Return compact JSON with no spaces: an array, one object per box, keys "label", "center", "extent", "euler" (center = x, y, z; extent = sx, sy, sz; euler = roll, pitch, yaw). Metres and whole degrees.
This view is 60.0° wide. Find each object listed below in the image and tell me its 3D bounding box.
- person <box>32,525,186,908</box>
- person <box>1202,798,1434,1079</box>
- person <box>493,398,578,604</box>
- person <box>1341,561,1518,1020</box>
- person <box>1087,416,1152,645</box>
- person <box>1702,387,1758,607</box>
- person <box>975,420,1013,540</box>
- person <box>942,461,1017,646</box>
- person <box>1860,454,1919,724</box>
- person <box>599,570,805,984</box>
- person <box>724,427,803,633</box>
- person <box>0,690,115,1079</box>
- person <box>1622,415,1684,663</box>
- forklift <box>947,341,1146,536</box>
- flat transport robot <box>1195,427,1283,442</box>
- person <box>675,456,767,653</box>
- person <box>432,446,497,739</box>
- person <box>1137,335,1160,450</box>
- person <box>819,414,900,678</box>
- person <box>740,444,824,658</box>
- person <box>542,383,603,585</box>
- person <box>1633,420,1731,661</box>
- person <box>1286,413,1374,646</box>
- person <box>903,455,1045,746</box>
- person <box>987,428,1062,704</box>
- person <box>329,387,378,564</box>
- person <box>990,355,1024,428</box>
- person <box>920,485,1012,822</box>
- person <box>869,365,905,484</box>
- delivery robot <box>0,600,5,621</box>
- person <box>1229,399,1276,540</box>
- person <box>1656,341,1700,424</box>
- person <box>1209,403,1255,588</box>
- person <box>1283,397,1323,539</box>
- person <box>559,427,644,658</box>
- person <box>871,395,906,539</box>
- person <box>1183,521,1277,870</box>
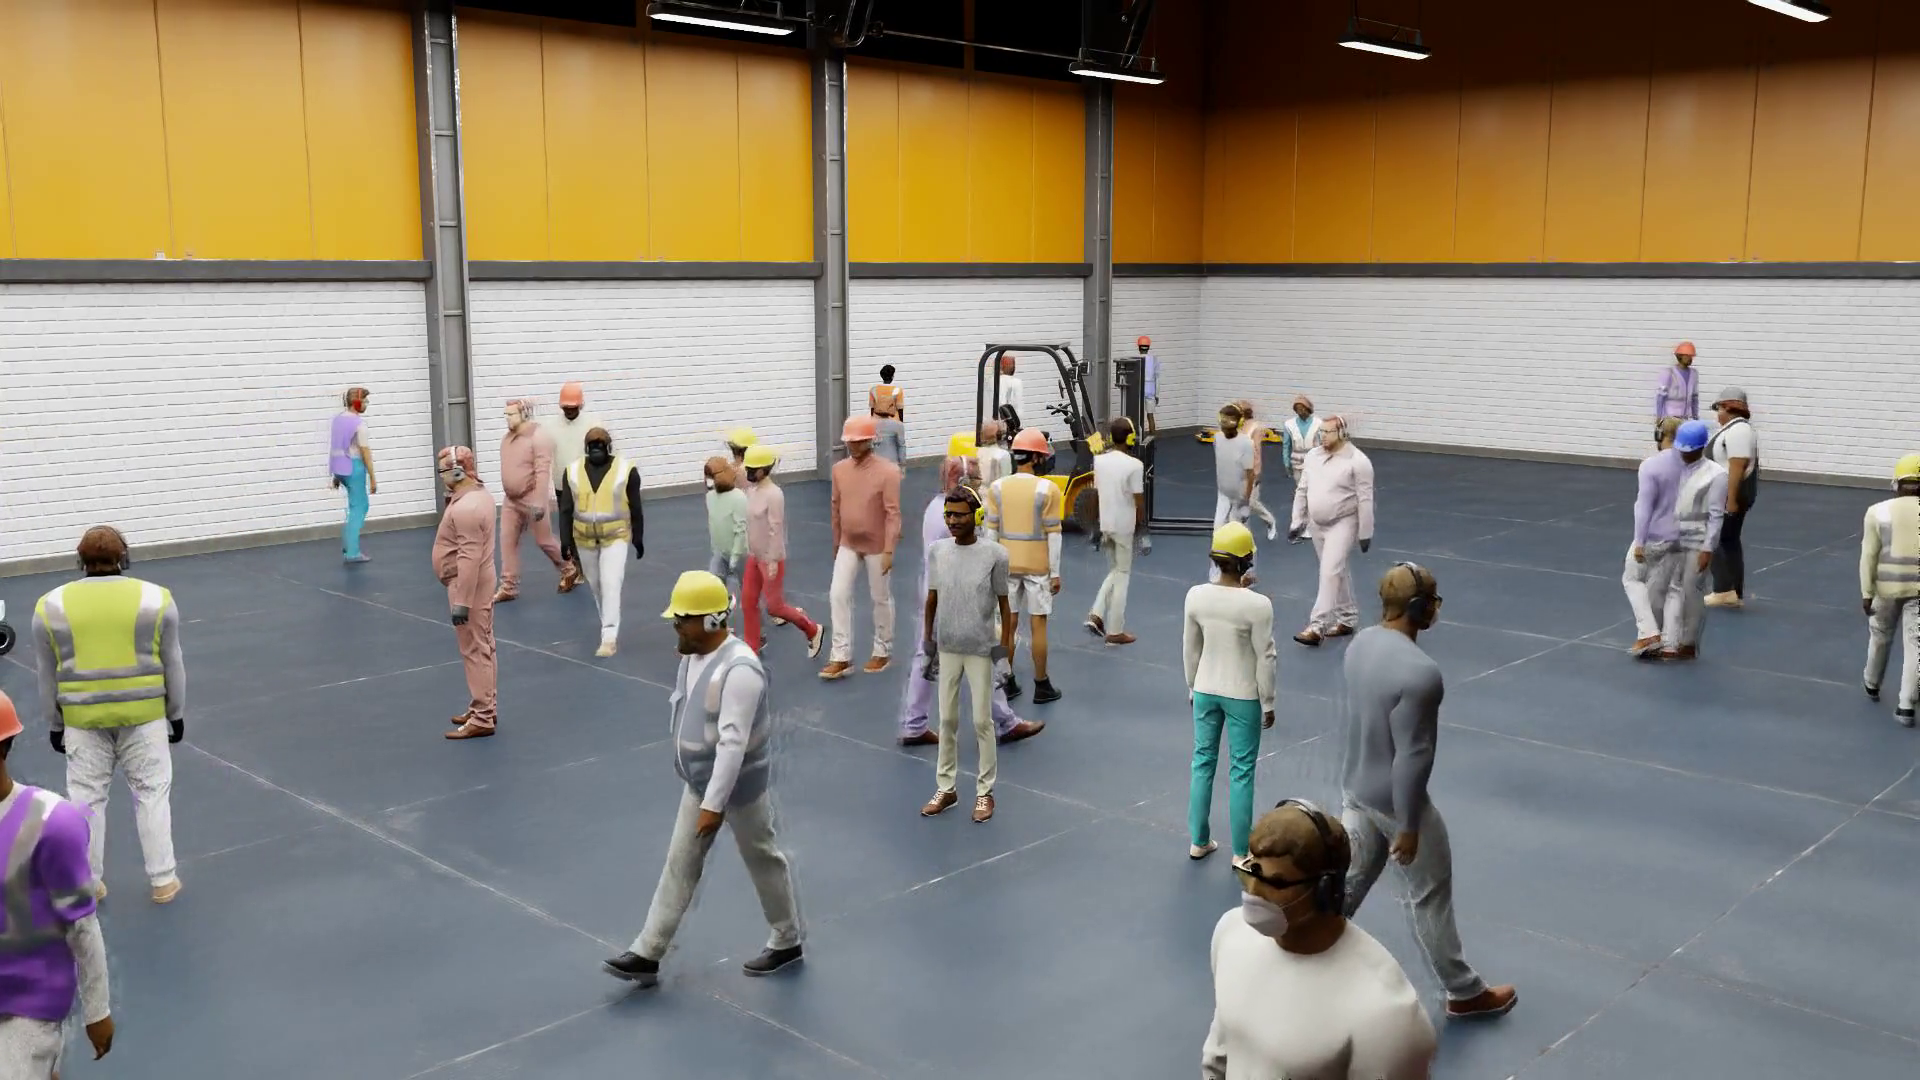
[{"label":"person","center":[-4.022,0.840,7.931],"extent":[0.626,1.835,0.431],"euler":[-3,10,-20]},{"label":"person","center":[0.738,1.492,3.631],"extent":[0.380,1.933,0.642],"euler":[-5,10,-27]},{"label":"person","center":[-3.944,-0.380,15.286],"extent":[0.646,1.878,0.904],"euler":[6,11,32]},{"label":"person","center":[1.776,1.017,6.664],"extent":[0.935,1.892,0.648],"euler":[-2,10,-13]},{"label":"person","center":[1.306,-0.066,13.417],"extent":[0.382,1.854,0.528],"euler":[-7,12,-38]},{"label":"person","center":[6.850,-0.406,14.916],"extent":[0.547,2.000,0.781],"euler":[5,11,28]},{"label":"person","center":[0.289,-0.315,15.607],"extent":[0.452,1.623,0.535],"euler":[-6,11,-33]},{"label":"person","center":[0.070,0.181,12.603],"extent":[0.664,1.614,0.503],"euler":[0,9,3]},{"label":"person","center":[6.432,0.307,11.323],"extent":[0.589,1.782,0.941],"euler":[4,10,22]},{"label":"person","center":[-1.059,1.016,6.970],"extent":[0.911,1.778,0.601],"euler":[-7,12,-36]},{"label":"person","center":[-1.767,-0.080,13.870],"extent":[0.892,1.714,0.549],"euler":[-7,12,-38]},{"label":"person","center":[-2.781,1.308,4.889],"extent":[0.565,1.891,0.999],"euler":[3,10,15]},{"label":"person","center":[5.436,-0.003,12.857],"extent":[0.643,1.911,0.482],"euler":[-3,10,-20]},{"label":"forklift","center":[0.977,-1.223,19.452],"extent":[2.313,2.155,1.214],"euler":[2,9,11]},{"label":"flat transport robot","center":[4.894,-1.855,29.211],"extent":[1.431,0.197,0.652],"euler":[0,9,-3]},{"label":"person","center":[-1.830,0.140,12.971],"extent":[0.513,1.571,0.882],"euler":[7,12,36]},{"label":"person","center":[-3.209,0.334,10.806],"extent":[0.407,1.902,0.639],"euler":[-1,9,-8]},{"label":"person","center":[3.060,-2.452,27.773],"extent":[0.551,1.934,0.373],"euler":[-2,9,-10]},{"label":"person","center":[-0.758,0.060,12.266],"extent":[0.633,1.961,0.836],"euler":[4,10,25]},{"label":"person","center":[-1.411,0.123,12.597],"extent":[0.699,1.736,0.524],"euler":[-6,11,-33]},{"label":"person","center":[-3.792,-0.586,16.333],"extent":[0.663,1.950,1.022],"euler":[0,9,-2]},{"label":"person","center":[5.507,0.020,12.732],"extent":[0.655,1.895,0.685],"euler":[-5,11,-30]},{"label":"person","center":[2.941,-0.087,13.482],"extent":[0.949,1.865,0.642],"euler":[-6,11,-33]},{"label":"person","center":[0.064,0.389,10.559],"extent":[0.954,1.860,0.658],"euler":[-3,10,-19]},{"label":"person","center":[0.465,0.182,11.653],"extent":[0.547,1.928,0.385],"euler":[5,10,26]},{"label":"person","center":[-6.235,-0.662,17.152],"extent":[0.589,1.819,0.491],"euler":[8,12,40]},{"label":"person","center":[0.620,-1.585,22.667],"extent":[0.474,1.866,0.603],"euler":[-9,13,-43]},{"label":"person","center":[0.030,0.619,9.155],"extent":[0.535,1.868,0.309],"euler":[4,10,21]},{"label":"person","center":[-1.026,-1.622,23.442],"extent":[0.529,1.691,0.318],"euler":[3,10,16]},{"label":"delivery robot","center":[-7.862,0.609,12.949],"extent":[0.477,0.478,0.707],"euler":[7,12,37]},{"label":"person","center":[3.172,-0.741,18.262],"extent":[0.643,1.614,0.530],"euler":[-6,11,-34]},{"label":"person","center":[10.107,-1.782,23.408],"extent":[0.615,2.030,0.480],"euler":[-4,10,-23]},{"label":"person","center":[2.522,-0.373,15.443],"extent":[0.525,1.797,0.947],"euler":[8,12,40]},{"label":"person","center":[3.961,-0.834,18.879],"extent":[0.574,1.598,0.736],"euler":[4,10,23]},{"label":"person","center":[-2.866,-0.025,13.343],"extent":[0.646,1.801,0.954],"euler":[1,9,4]},{"label":"person","center":[-0.835,-0.810,18.634],"extent":[0.501,1.633,0.279],"euler":[3,10,16]},{"label":"person","center":[1.370,0.785,8.442],"extent":[0.525,1.772,0.309],"euler":[8,12,40]}]
